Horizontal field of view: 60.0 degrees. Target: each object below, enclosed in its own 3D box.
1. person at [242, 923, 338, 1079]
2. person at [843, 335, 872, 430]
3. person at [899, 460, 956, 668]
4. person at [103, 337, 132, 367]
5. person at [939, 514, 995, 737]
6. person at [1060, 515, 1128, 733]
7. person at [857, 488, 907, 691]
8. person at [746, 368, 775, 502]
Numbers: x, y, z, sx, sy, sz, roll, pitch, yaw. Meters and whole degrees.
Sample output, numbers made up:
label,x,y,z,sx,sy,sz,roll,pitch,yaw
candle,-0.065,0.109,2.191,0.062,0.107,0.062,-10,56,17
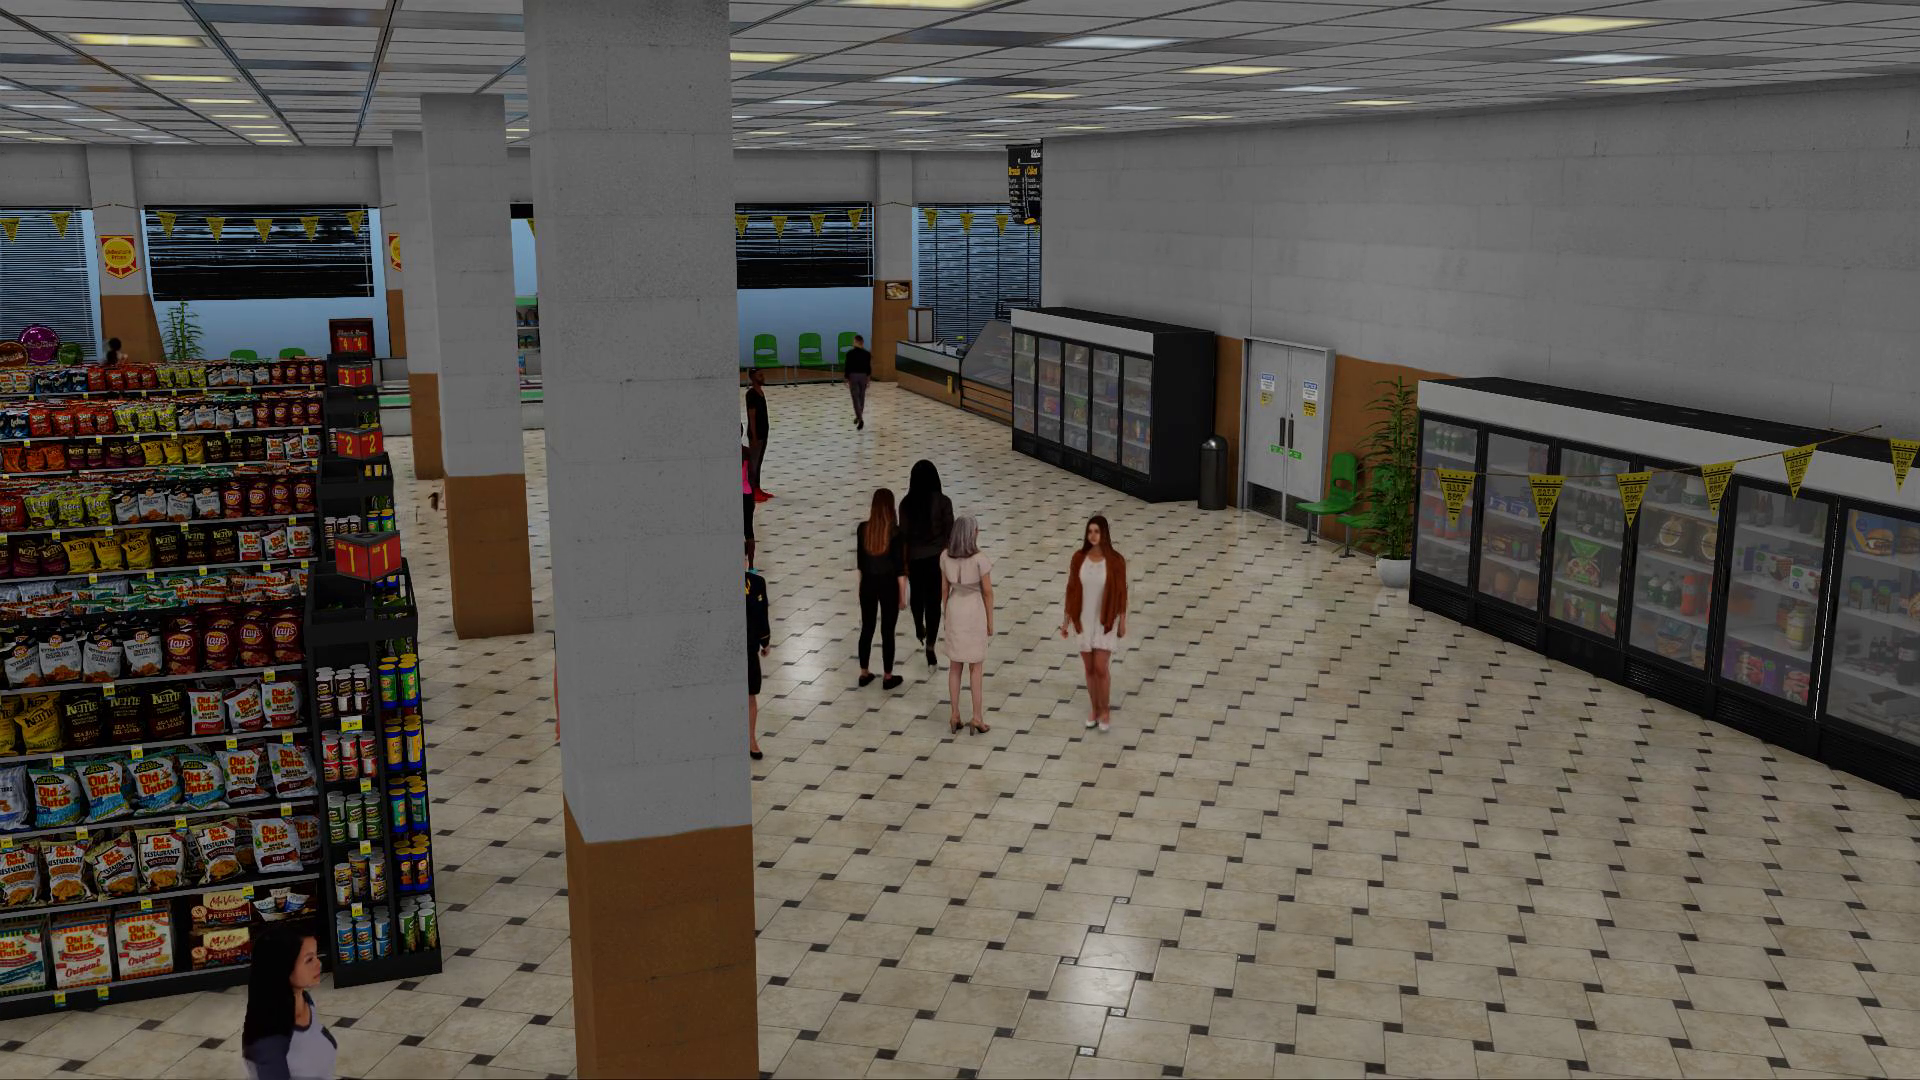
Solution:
label,x,y,z,sx,sy,sz,roll,pitch,yaw
person,-2.416,2.150,5.873,0.680,1.698,0.669,0,12,-2
person,-1.764,-2.749,29.276,0.880,1.642,0.691,-5,13,-24
person,-0.290,0.248,14.689,1.203,1.786,1.092,2,12,9
person,-13.886,-2.421,27.473,1.001,1.742,0.654,-4,13,-18
person,0.055,0.653,12.890,0.678,1.736,0.743,5,13,23
person,1.085,0.629,13.078,0.736,1.705,0.799,5,13,23
person,-0.695,0.409,14.111,0.683,1.710,0.750,5,13,22
person,-2.781,-1.454,22.729,0.715,1.805,0.719,2,12,11
